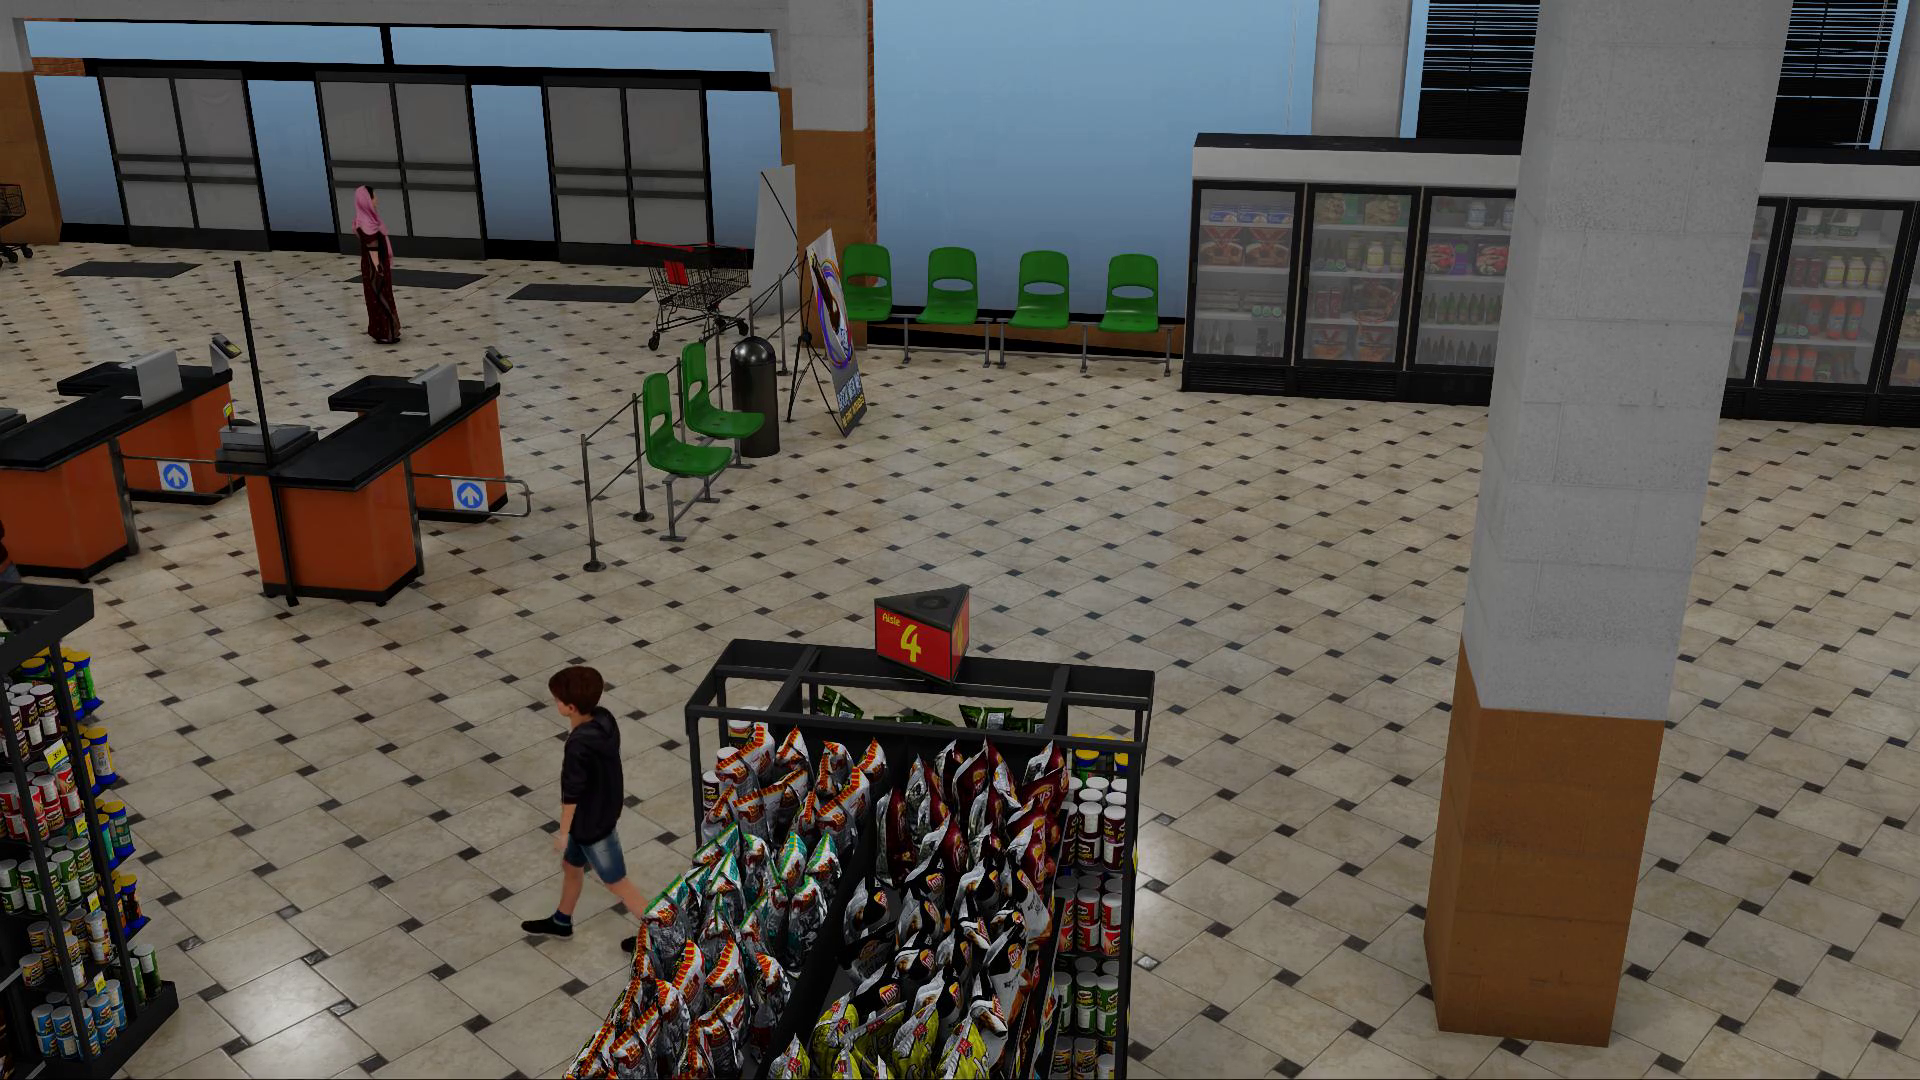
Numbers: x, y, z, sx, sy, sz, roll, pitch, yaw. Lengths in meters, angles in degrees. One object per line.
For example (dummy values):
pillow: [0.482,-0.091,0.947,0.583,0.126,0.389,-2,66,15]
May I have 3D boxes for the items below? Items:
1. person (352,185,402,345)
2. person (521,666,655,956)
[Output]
person: [-6.076,-2.862,17.268,0.817,1.637,0.698,-6,23,-16]
person: [-1.566,1.239,7.364,0.653,1.412,0.902,2,22,5]
